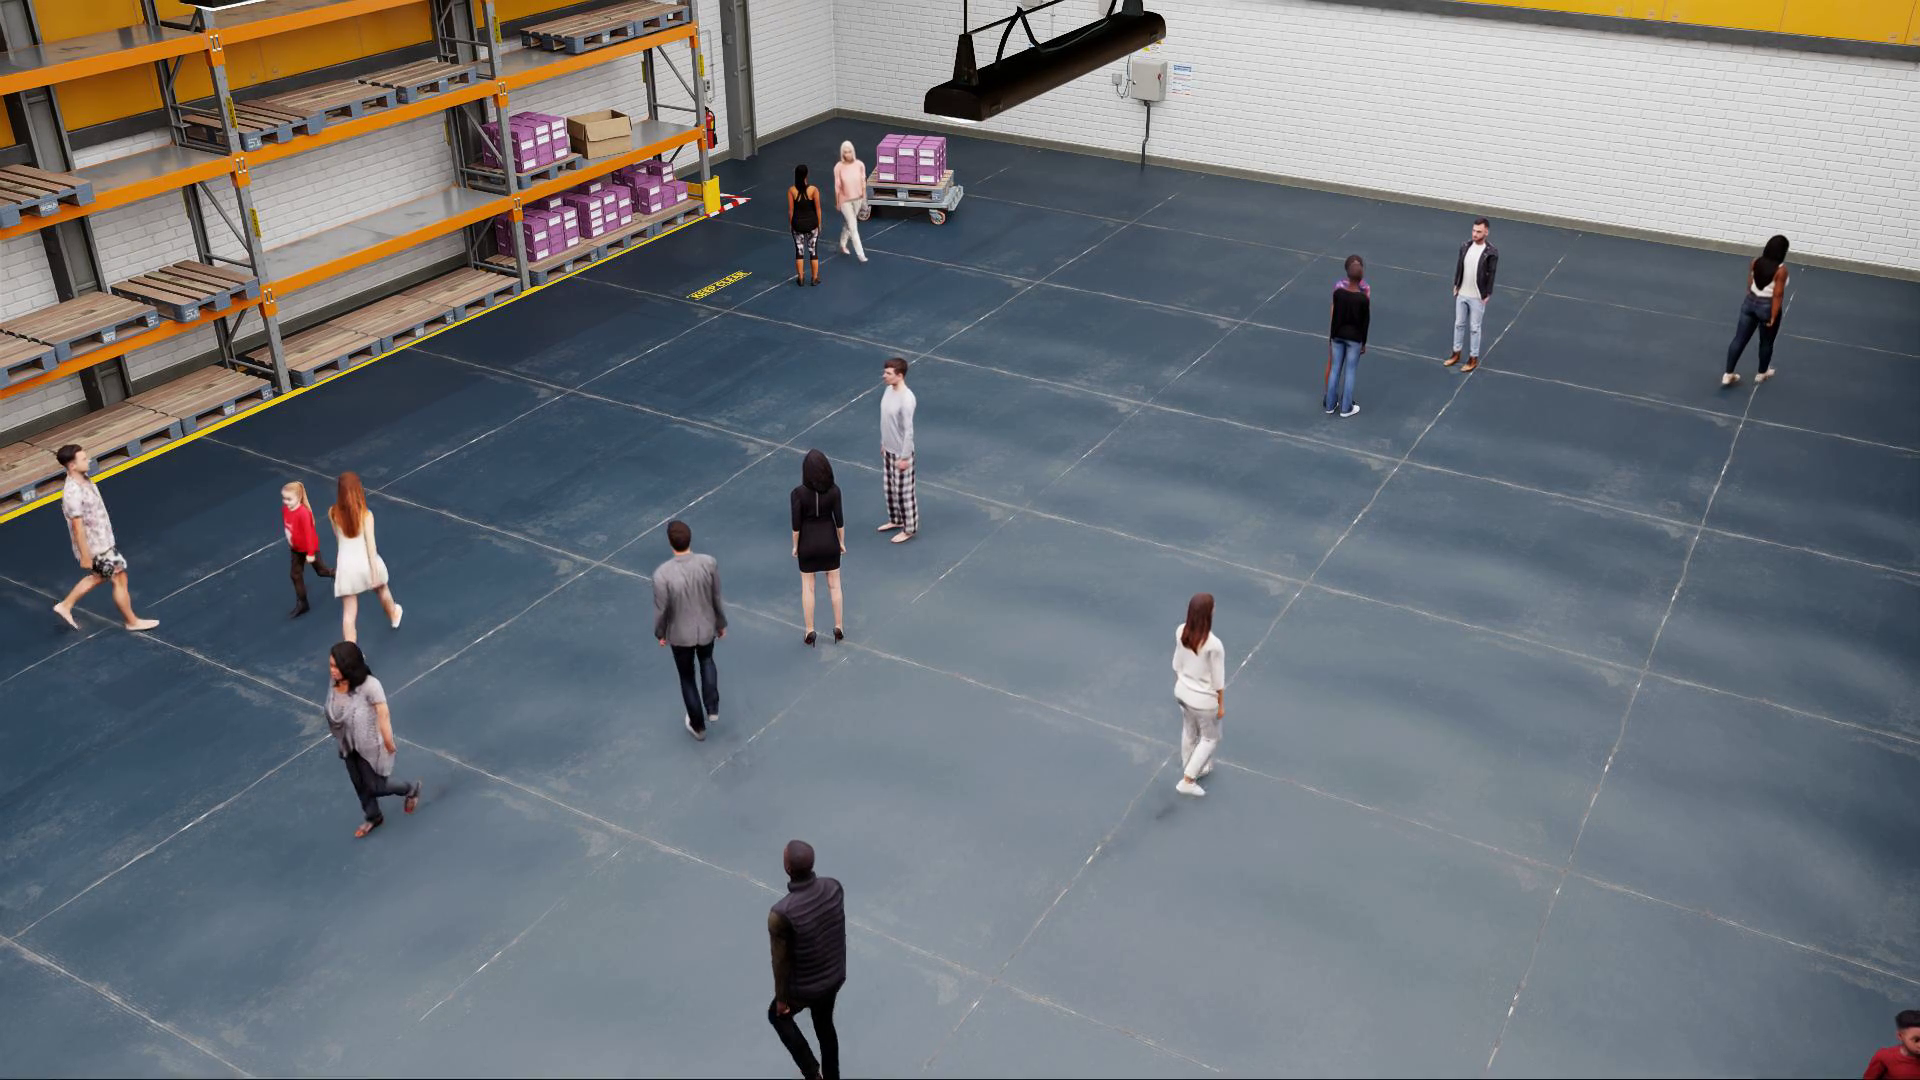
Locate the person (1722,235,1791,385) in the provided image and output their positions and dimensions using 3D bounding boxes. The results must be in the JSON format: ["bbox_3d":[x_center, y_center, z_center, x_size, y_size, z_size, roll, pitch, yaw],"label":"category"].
[{"bbox_3d":[9.149,-2.621,19.116,1.056,1.797,0.905,-16,33,-27],"label":"person"}]

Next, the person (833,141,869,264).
[{"bbox_3d":[-1.543,-4.706,23.077,1.141,1.663,1.050,-14,32,-24],"label":"person"}]

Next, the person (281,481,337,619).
[{"bbox_3d":[-5.782,0.046,14.785,0.527,1.263,0.880,15,32,25],"label":"person"}]

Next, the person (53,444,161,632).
[{"bbox_3d":[-7.541,0.017,14.288,1.165,1.790,1.082,-9,30,-16],"label":"person"}]

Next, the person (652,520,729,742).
[{"bbox_3d":[-2.043,0.748,12.880,0.805,1.855,0.902,-14,31,-23],"label":"person"}]

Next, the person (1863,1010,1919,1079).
[{"bbox_3d":[5.131,3.103,9.189,0.581,1.254,0.610,2,29,4],"label":"person"}]

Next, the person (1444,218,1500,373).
[{"bbox_3d":[6.051,-2.904,19.601,0.692,1.830,0.629,24,37,37],"label":"person"}]

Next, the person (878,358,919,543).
[{"bbox_3d":[-0.586,-0.878,15.869,0.705,1.847,0.703,-15,32,-25],"label":"person"}]

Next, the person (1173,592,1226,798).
[{"bbox_3d":[1.744,1.161,12.301,0.828,1.684,0.763,-22,36,-35],"label":"person"}]

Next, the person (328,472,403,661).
[{"bbox_3d":[-5.076,0.288,13.932,0.971,1.655,1.231,-1,29,-1],"label":"person"}]

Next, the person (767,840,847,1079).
[{"bbox_3d":[-0.812,2.578,9.568,0.725,1.813,0.866,-24,37,-37],"label":"person"}]

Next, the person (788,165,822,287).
[{"bbox_3d":[-2.067,-4.206,22.164,0.654,1.661,0.666,-1,29,-1],"label":"person"}]

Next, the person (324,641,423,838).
[{"bbox_3d":[-4.244,1.390,11.976,0.617,1.594,0.749,16,32,27],"label":"person"}]

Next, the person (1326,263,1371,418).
[{"bbox_3d":[4.293,-2.221,18.433,0.617,1.749,0.567,20,34,32],"label":"person"}]

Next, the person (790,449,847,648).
[{"bbox_3d":[-1.209,0.080,14.158,0.667,1.802,0.709,-5,29,-9],"label":"person"}]

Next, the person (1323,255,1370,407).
[{"bbox_3d":[4.338,-2.348,18.680,0.669,1.735,0.692,-2,29,-4],"label":"person"}]
